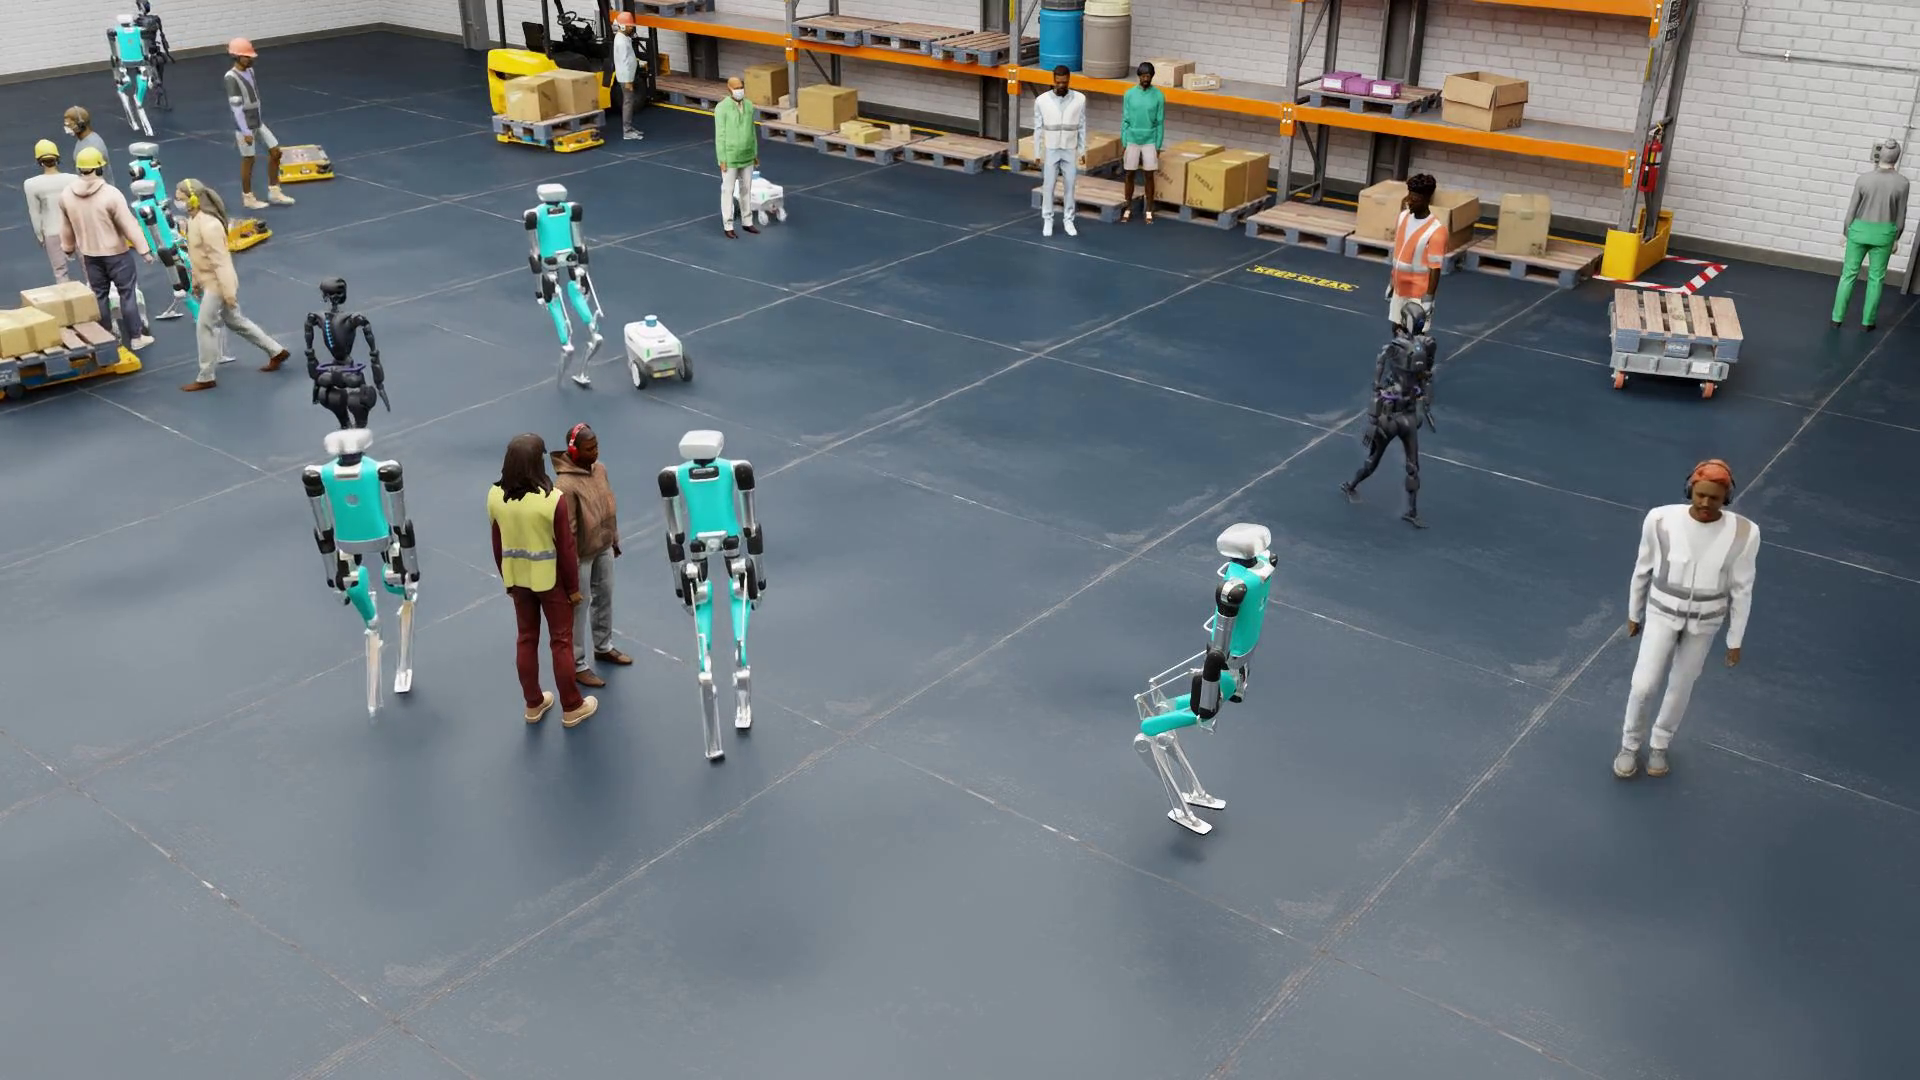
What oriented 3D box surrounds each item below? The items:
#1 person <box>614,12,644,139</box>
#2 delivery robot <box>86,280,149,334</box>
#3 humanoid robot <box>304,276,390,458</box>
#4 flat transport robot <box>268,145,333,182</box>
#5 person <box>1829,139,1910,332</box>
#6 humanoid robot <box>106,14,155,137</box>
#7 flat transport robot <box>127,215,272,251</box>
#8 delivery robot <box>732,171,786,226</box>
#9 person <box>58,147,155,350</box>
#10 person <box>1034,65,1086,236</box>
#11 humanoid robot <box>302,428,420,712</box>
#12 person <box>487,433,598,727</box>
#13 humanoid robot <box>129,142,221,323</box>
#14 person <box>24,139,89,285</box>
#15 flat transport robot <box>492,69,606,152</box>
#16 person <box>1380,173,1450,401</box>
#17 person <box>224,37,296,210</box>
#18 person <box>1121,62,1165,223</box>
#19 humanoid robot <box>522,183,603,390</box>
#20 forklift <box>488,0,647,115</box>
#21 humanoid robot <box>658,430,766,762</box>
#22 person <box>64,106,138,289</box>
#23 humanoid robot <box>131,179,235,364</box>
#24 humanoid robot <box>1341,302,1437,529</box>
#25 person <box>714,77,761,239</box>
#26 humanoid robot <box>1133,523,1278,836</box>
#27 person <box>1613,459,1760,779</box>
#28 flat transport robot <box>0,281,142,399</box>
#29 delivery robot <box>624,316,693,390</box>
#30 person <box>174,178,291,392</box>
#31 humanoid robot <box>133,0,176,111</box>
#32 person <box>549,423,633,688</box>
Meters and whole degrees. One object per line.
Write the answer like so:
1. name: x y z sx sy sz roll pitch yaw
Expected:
1. person: -4.671 -6.538 23.420 0.347 1.739 0.571 -5 26 -10
2. delivery robot: -8.114 -2.299 15.995 0.499 0.587 0.777 -21 33 -36
3. humanoid robot: -4.554 -1.175 12.414 0.616 1.627 0.720 3 26 6
4. flat transport robot: -8.663 -4.950 21.821 0.659 0.231 1.431 -12 28 -23
5. person: 8.638 -2.890 15.754 0.511 1.838 0.340 14 29 27
6. humanoid robot: -11.710 -6.551 23.496 0.547 1.750 1.037 -19 32 -34
7. flat transport robot: -8.585 -3.451 18.717 1.431 0.231 0.659 4 26 8
8. delivery robot: -2.414 -4.043 19.627 0.499 0.606 0.810 -23 34 -39
9. person: -7.831 -2.643 15.221 0.823 1.857 0.434 1 26 3
10. person: 1.131 -4.409 18.821 0.597 1.910 0.403 -3 26 -7
11. humanoid robot: -3.361 0.134 9.626 0.535 1.815 0.712 -3 26 -7
12. person: -2.365 0.243 9.341 0.477 1.767 0.363 6 27 13
13. humanoid robot: -7.450 -2.923 15.973 0.880 1.783 0.576 -3 26 -5
14. person: -8.599 -2.952 15.979 0.521 1.759 0.361 -19 32 -34
15. flat transport robot: -5.732 -5.649 23.270 1.431 0.231 0.659 16 30 30
16. person: 3.822 -2.125 14.038 0.373 1.958 0.596 -9 27 -19
17. person: -8.354 -4.935 19.777 0.727 2.015 0.640 2 26 4
18. person: 2.117 -4.620 19.331 0.496 1.843 0.404 4 26 9
19. humanoid robot: -3.322 -2.092 14.276 0.533 1.852 0.689 -20 32 -35
20. forklift: -5.874 -7.334 24.552 1.214 2.155 2.313 19 32 34
21. humanoid robot: -1.354 0.393 9.180 0.573 1.868 0.857 -2 26 -3
22. person: -8.604 -3.375 16.658 0.354 1.931 0.626 -13 29 -26
23. humanoid robot: -6.741 -2.293 14.717 0.788 1.844 0.553 -11 28 -22
24. humanoid robot: 3.129 -0.936 11.948 0.613 1.638 0.769 -13 29 -25
25. person: -2.510 -4.323 18.782 0.537 1.783 0.387 -20 32 -36
26. humanoid robot: 1.166 0.656 8.369 0.735 1.677 0.533 15 29 27
27. person: 3.832 0.459 8.792 0.582 1.866 0.569 9 27 18
28. flat transport robot: -8.100 -1.518 14.714 1.431 0.231 0.659 -20 32 -36
29. delivery robot: -2.712 -1.690 14.726 0.499 0.580 0.776 -12 28 -24
30. person: -6.416 -2.246 14.438 0.951 1.833 0.557 -16 30 -30
31. humanoid robot: -12.165 -7.353 25.201 0.688 1.638 0.586 9 27 18
32. person: -2.204 0.070 9.844 0.308 1.645 0.461 12 28 24
